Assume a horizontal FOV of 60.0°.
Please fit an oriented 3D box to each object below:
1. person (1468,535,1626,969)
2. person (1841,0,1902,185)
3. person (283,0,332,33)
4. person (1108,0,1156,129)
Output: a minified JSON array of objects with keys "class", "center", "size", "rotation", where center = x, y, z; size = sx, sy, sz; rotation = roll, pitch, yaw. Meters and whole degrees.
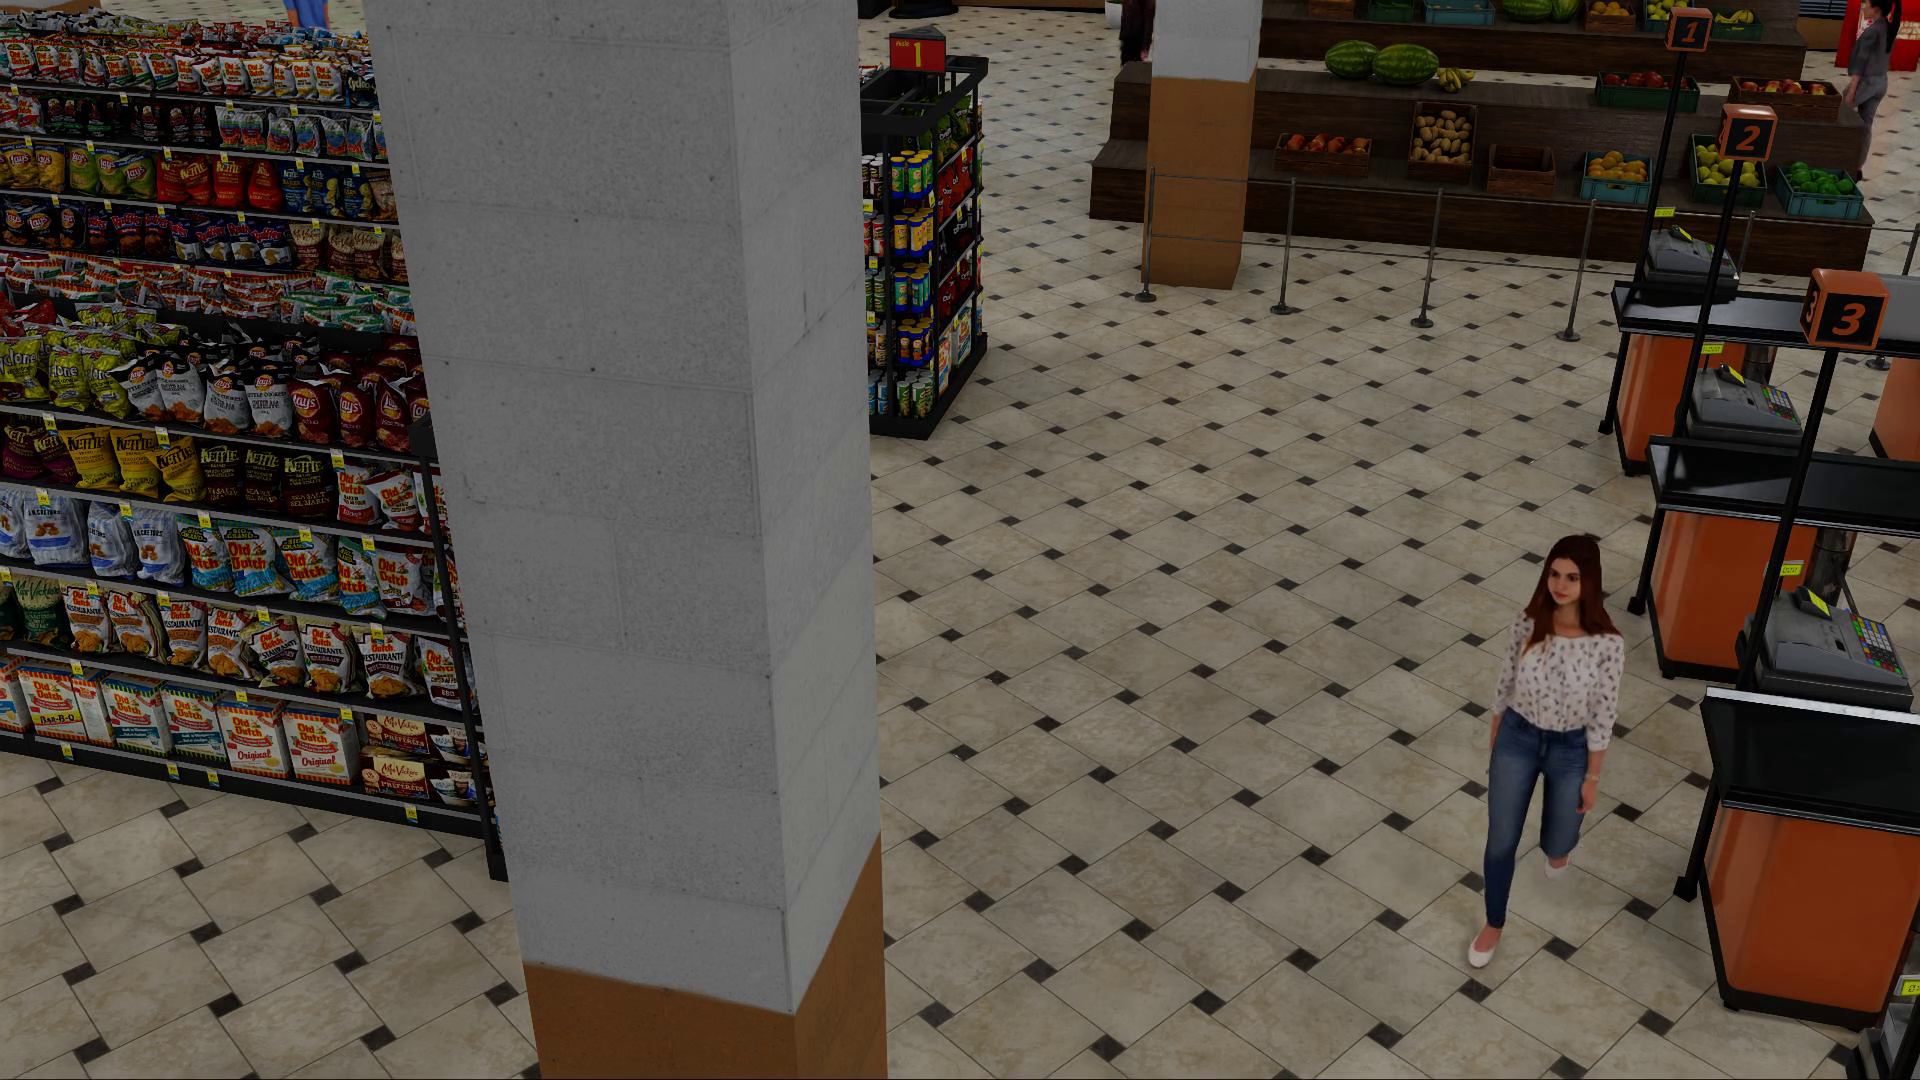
[{"class":"person","center":[2.132,0.730,5.986],"size":[0.938,1.714,0.811],"rotation":[17,33,28]},{"class":"person","center":[7.985,-3.907,14.543],"size":[0.773,1.653,0.828],"rotation":[-16,33,-27]},{"class":"person","center":[-6.076,-4.633,15.655],"size":[0.668,1.863,0.715],"rotation":[18,33,29]},{"class":"person","center":[1.793,-4.877,16.287],"size":[1.011,1.685,0.917],"rotation":[-11,30,-19]}]
